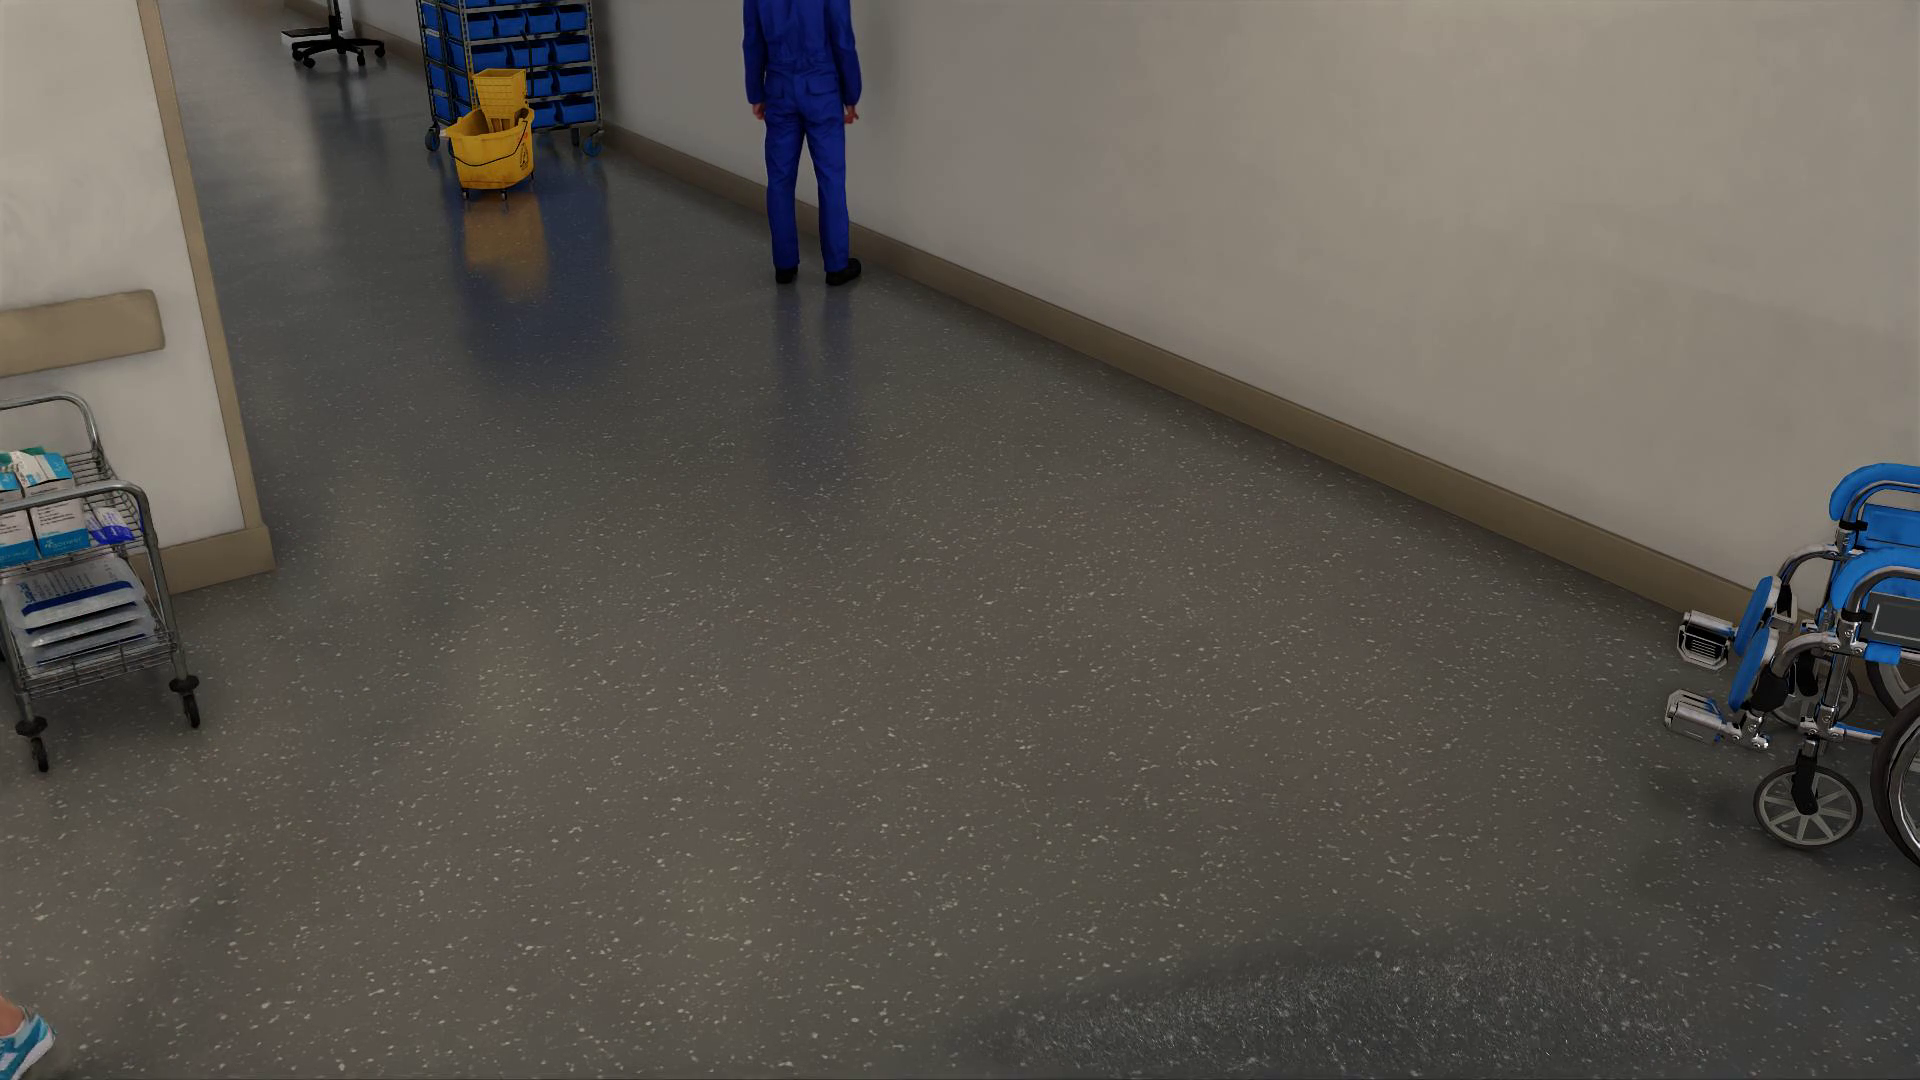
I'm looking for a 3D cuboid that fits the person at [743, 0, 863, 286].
[{"bbox_3d":[-0.767,-2.167,8.129,0.771,1.825,0.829,4,26,9],"label":"person"}]
